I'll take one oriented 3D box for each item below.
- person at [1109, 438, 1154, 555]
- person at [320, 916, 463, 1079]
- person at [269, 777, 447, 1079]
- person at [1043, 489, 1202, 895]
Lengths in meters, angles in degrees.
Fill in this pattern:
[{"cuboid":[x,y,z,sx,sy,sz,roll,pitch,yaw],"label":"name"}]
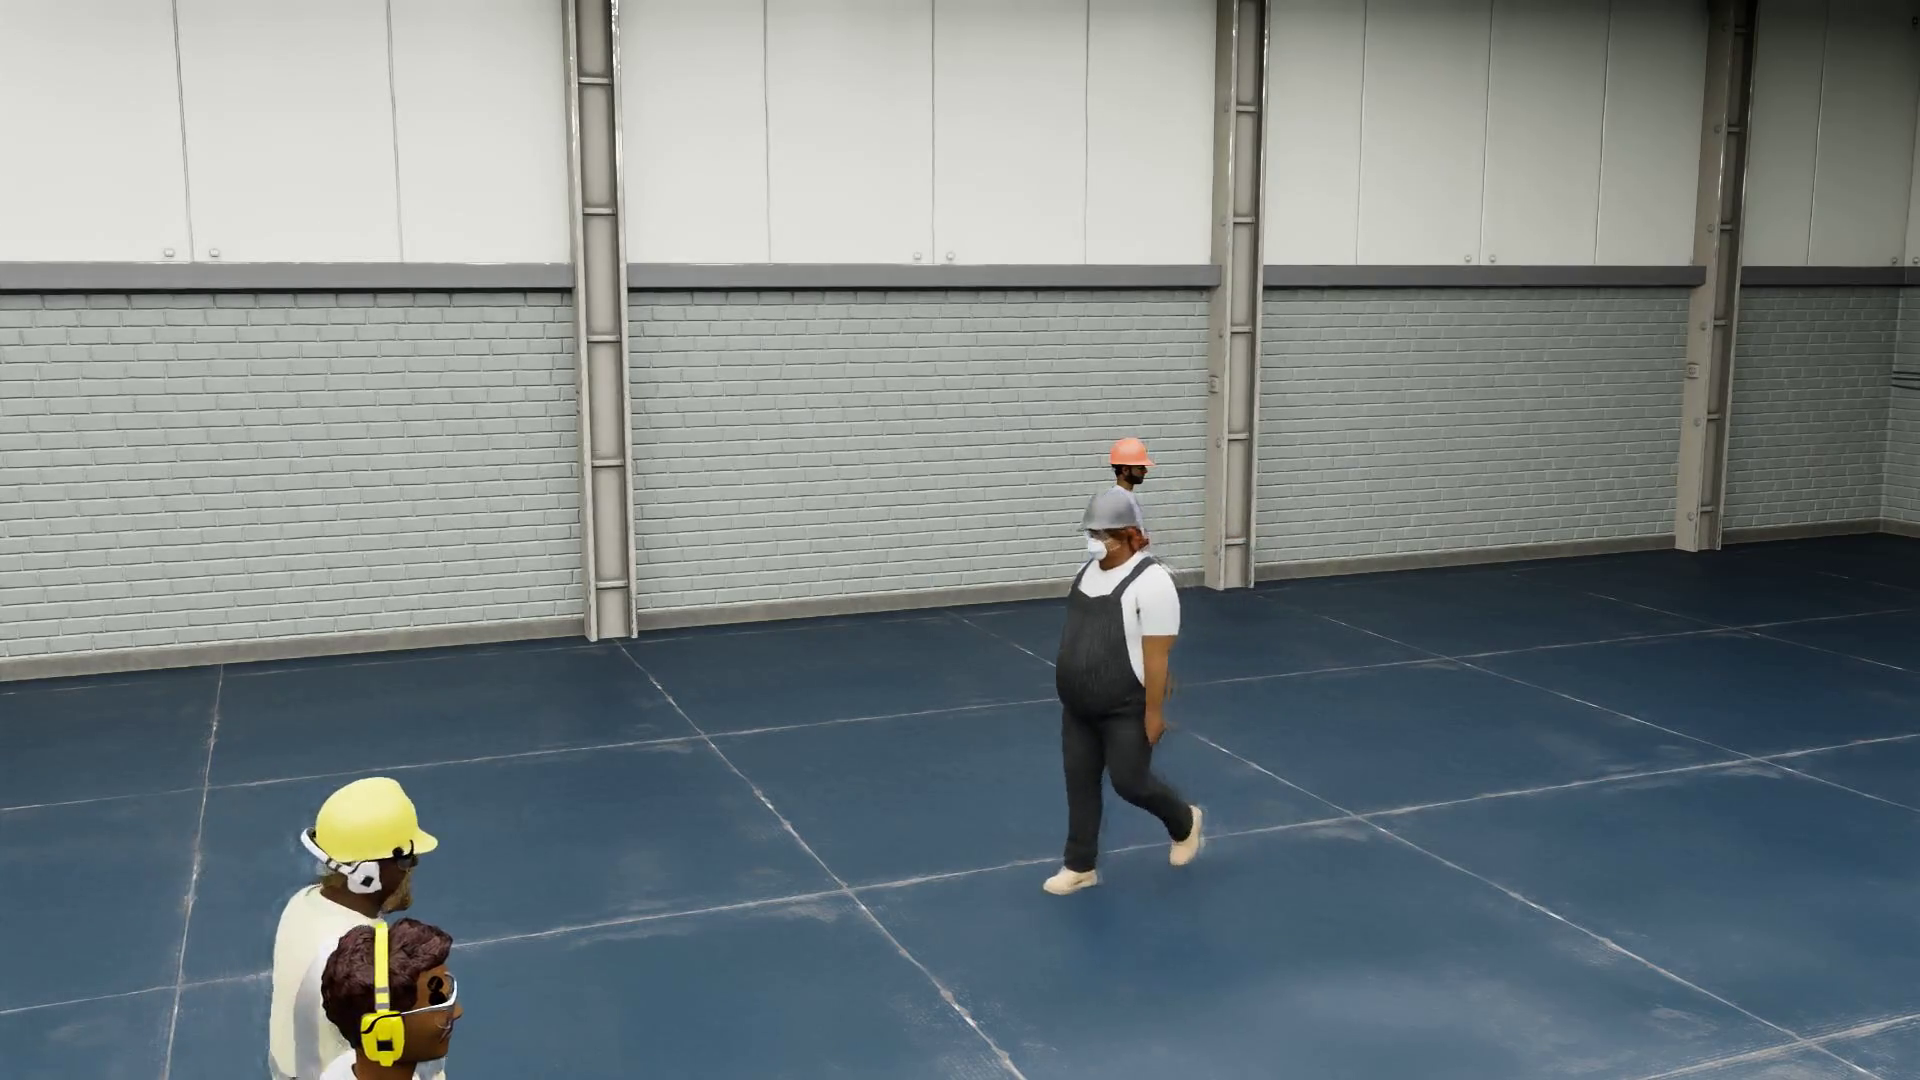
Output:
[{"cuboid":[1.135,0.268,11.358,0.357,1.938,0.545,0,9,3],"label":"person"},{"cuboid":[-1.045,1.609,3.149,0.315,1.870,0.533,-5,10,-28],"label":"person"},{"cuboid":[-1.470,1.476,4.165,0.439,1.805,0.615,-6,11,-31],"label":"person"},{"cuboid":[0.808,0.720,8.194,0.799,2.000,0.687,-7,11,-36],"label":"person"}]
